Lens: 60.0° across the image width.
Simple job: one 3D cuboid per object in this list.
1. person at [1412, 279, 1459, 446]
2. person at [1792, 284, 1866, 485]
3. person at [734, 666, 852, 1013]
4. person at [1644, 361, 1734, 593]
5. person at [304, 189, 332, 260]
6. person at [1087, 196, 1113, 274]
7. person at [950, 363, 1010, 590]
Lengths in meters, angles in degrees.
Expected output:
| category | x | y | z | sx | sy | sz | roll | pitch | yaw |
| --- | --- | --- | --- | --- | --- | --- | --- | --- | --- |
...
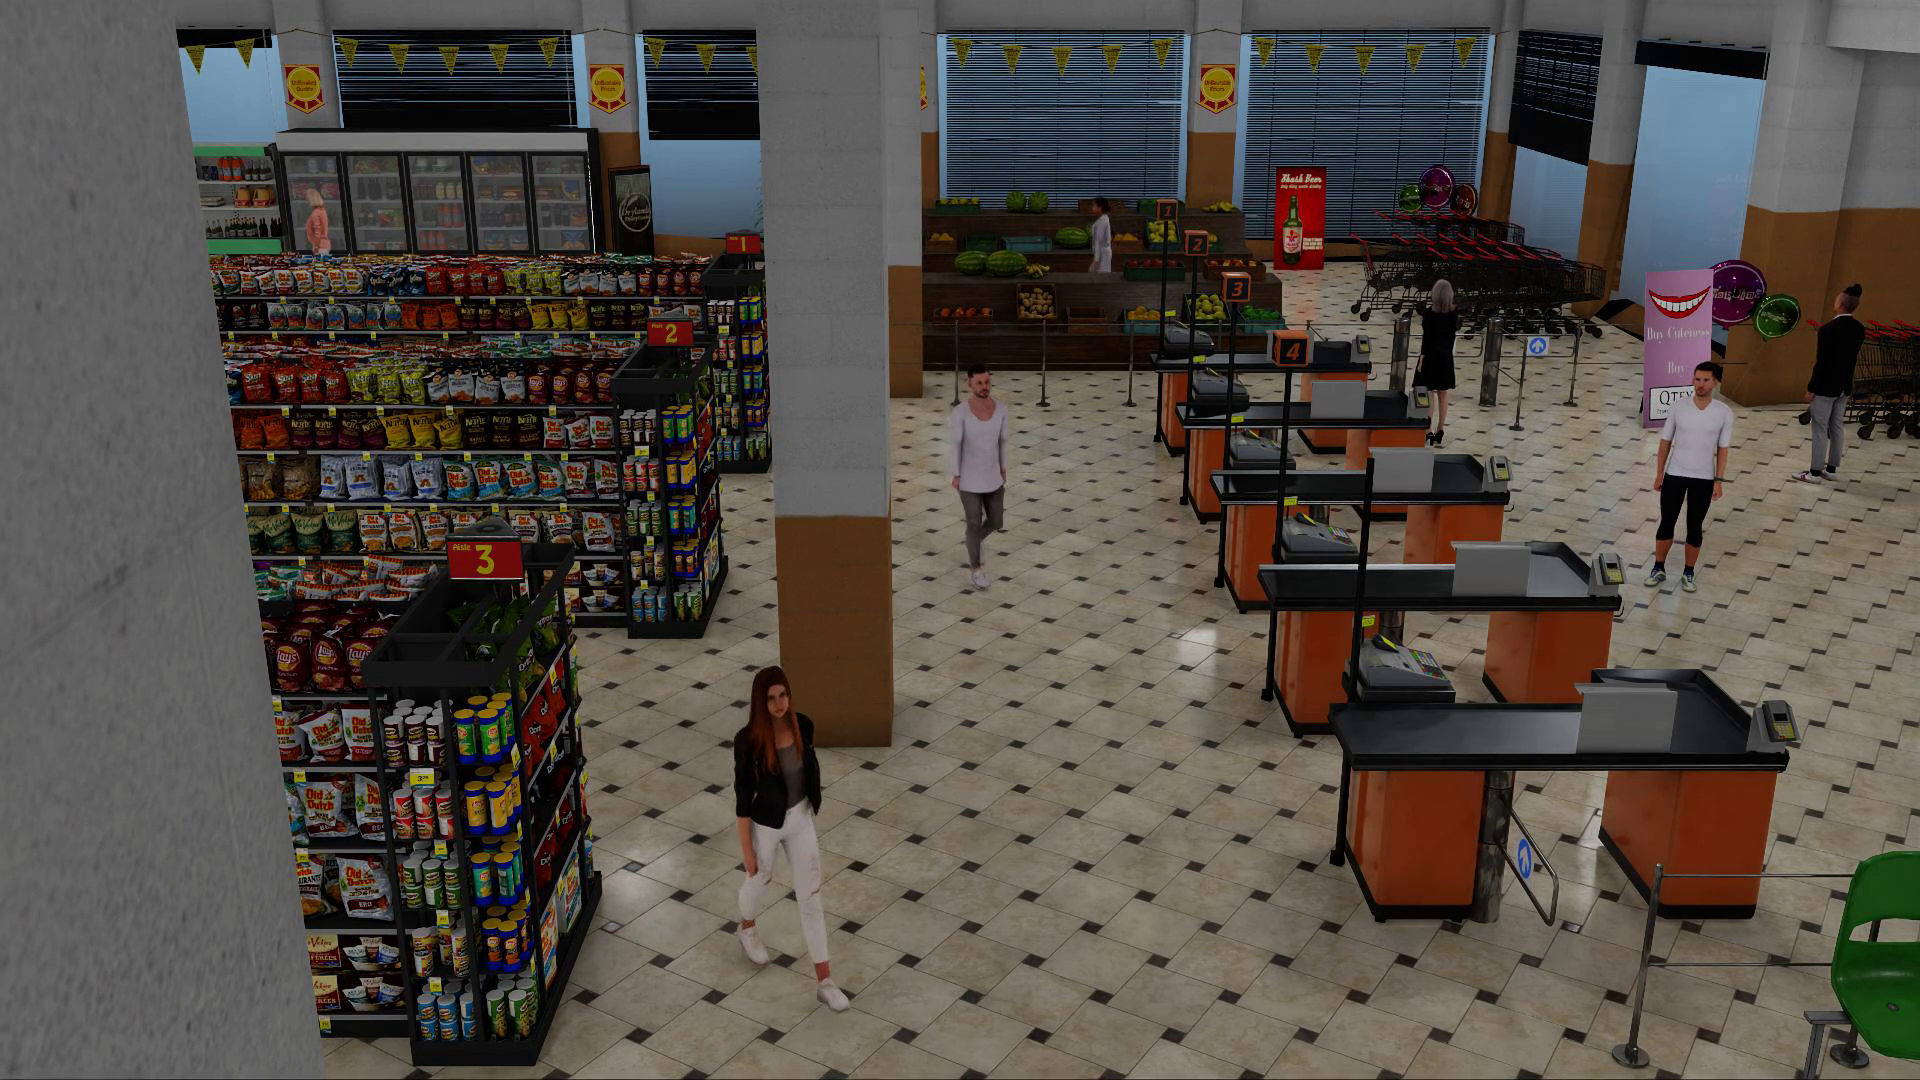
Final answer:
| category | x | y | z | sx | sy | sz | roll | pitch | yaw |
| --- | --- | --- | --- | --- | --- | --- | --- | --- | --- |
| person | 4.995 | -1.870 | 17.459 | 0.619 | 1.746 | 0.738 | -7 | 20 | -20 |
| person | 8.452 | -1.519 | 16.097 | 0.689 | 1.950 | 0.852 | -8 | 20 | -23 |
| person | -0.916 | 1.376 | 7.972 | 1.151 | 1.655 | 1.055 | -11 | 22 | -30 |
| person | 5.835 | -0.522 | 13.296 | 0.679 | 1.851 | 0.813 | 10 | 21 | 26 |
| person | -9.658 | -4.446 | 25.134 | 0.562 | 1.724 | 0.631 | -3 | 19 | -8 |
| person | 2.150 | -4.093 | 24.121 | 1.176 | 1.701 | 0.809 | 4 | 19 | 10 |
| person | 0.131 | -0.535 | 13.372 | 0.919 | 1.826 | 0.903 | -7 | 20 | -20 |
